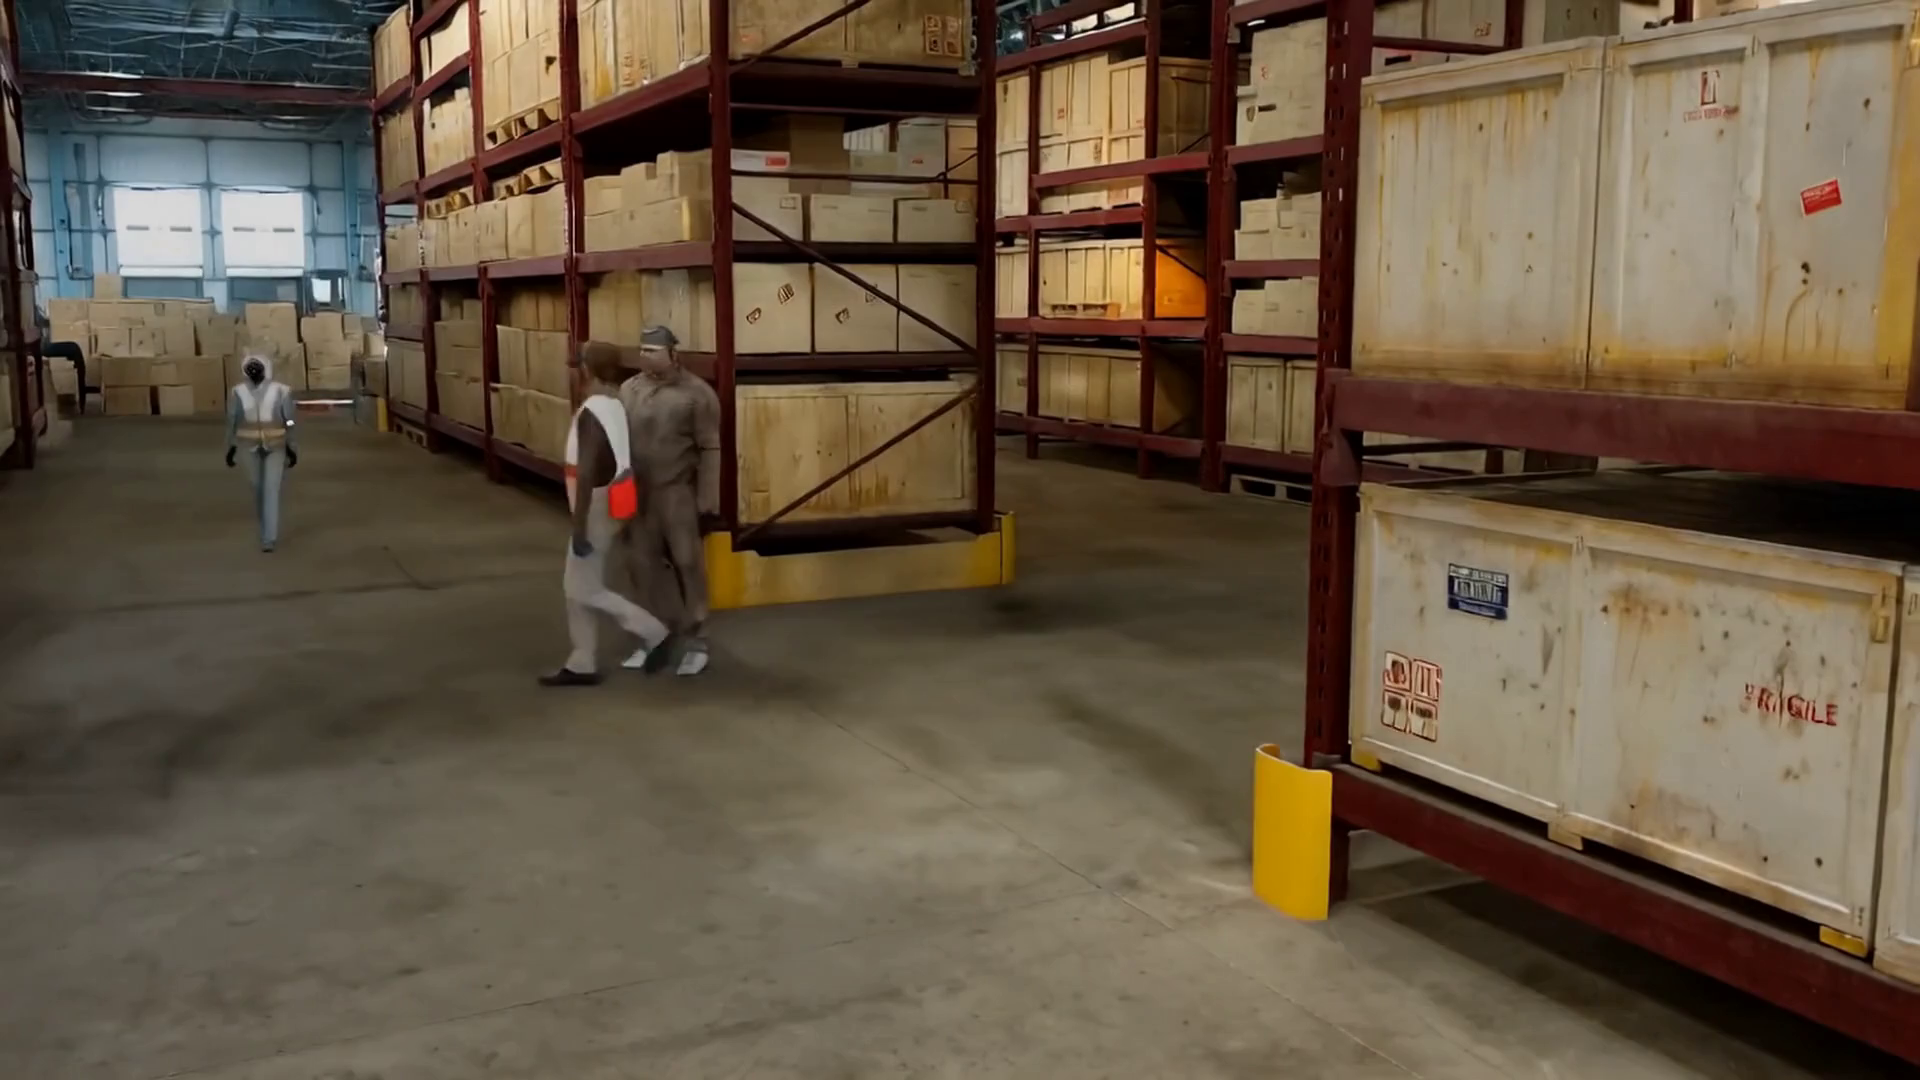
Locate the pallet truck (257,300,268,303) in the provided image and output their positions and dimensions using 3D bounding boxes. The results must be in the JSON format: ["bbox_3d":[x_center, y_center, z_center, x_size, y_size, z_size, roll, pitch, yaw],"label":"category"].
[{"bbox_3d":[-23.913,-7.404,58.171,1.885,1.965,0.823,-1,8,-9],"label":"pallet truck"}]

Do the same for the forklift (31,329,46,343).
[{"bbox_3d":[-28.971,-6.828,51.173,1.129,2.768,1.873,-7,11,-41],"label":"forklift"}]

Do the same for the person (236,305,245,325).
[{"bbox_3d":[-23.255,-6.691,53.867,0.583,1.824,1.014,5,9,29],"label":"person"}]

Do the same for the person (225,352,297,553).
[{"bbox_3d":[-5.661,-0.730,13.507,0.528,1.603,0.830,-2,8,-11],"label":"person"}]

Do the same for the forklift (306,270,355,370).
[{"bbox_3d":[-17.916,-6.195,46.810,1.129,2.768,1.873,-5,10,-33],"label":"forklift"}]

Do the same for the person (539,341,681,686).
[{"bbox_3d":[-1.847,-0.119,8.574,0.682,1.806,0.591,-1,8,-4],"label":"person"}]

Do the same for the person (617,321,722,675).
[{"bbox_3d":[-1.599,-0.226,8.997,0.659,1.909,0.404,3,9,21],"label":"person"}]
